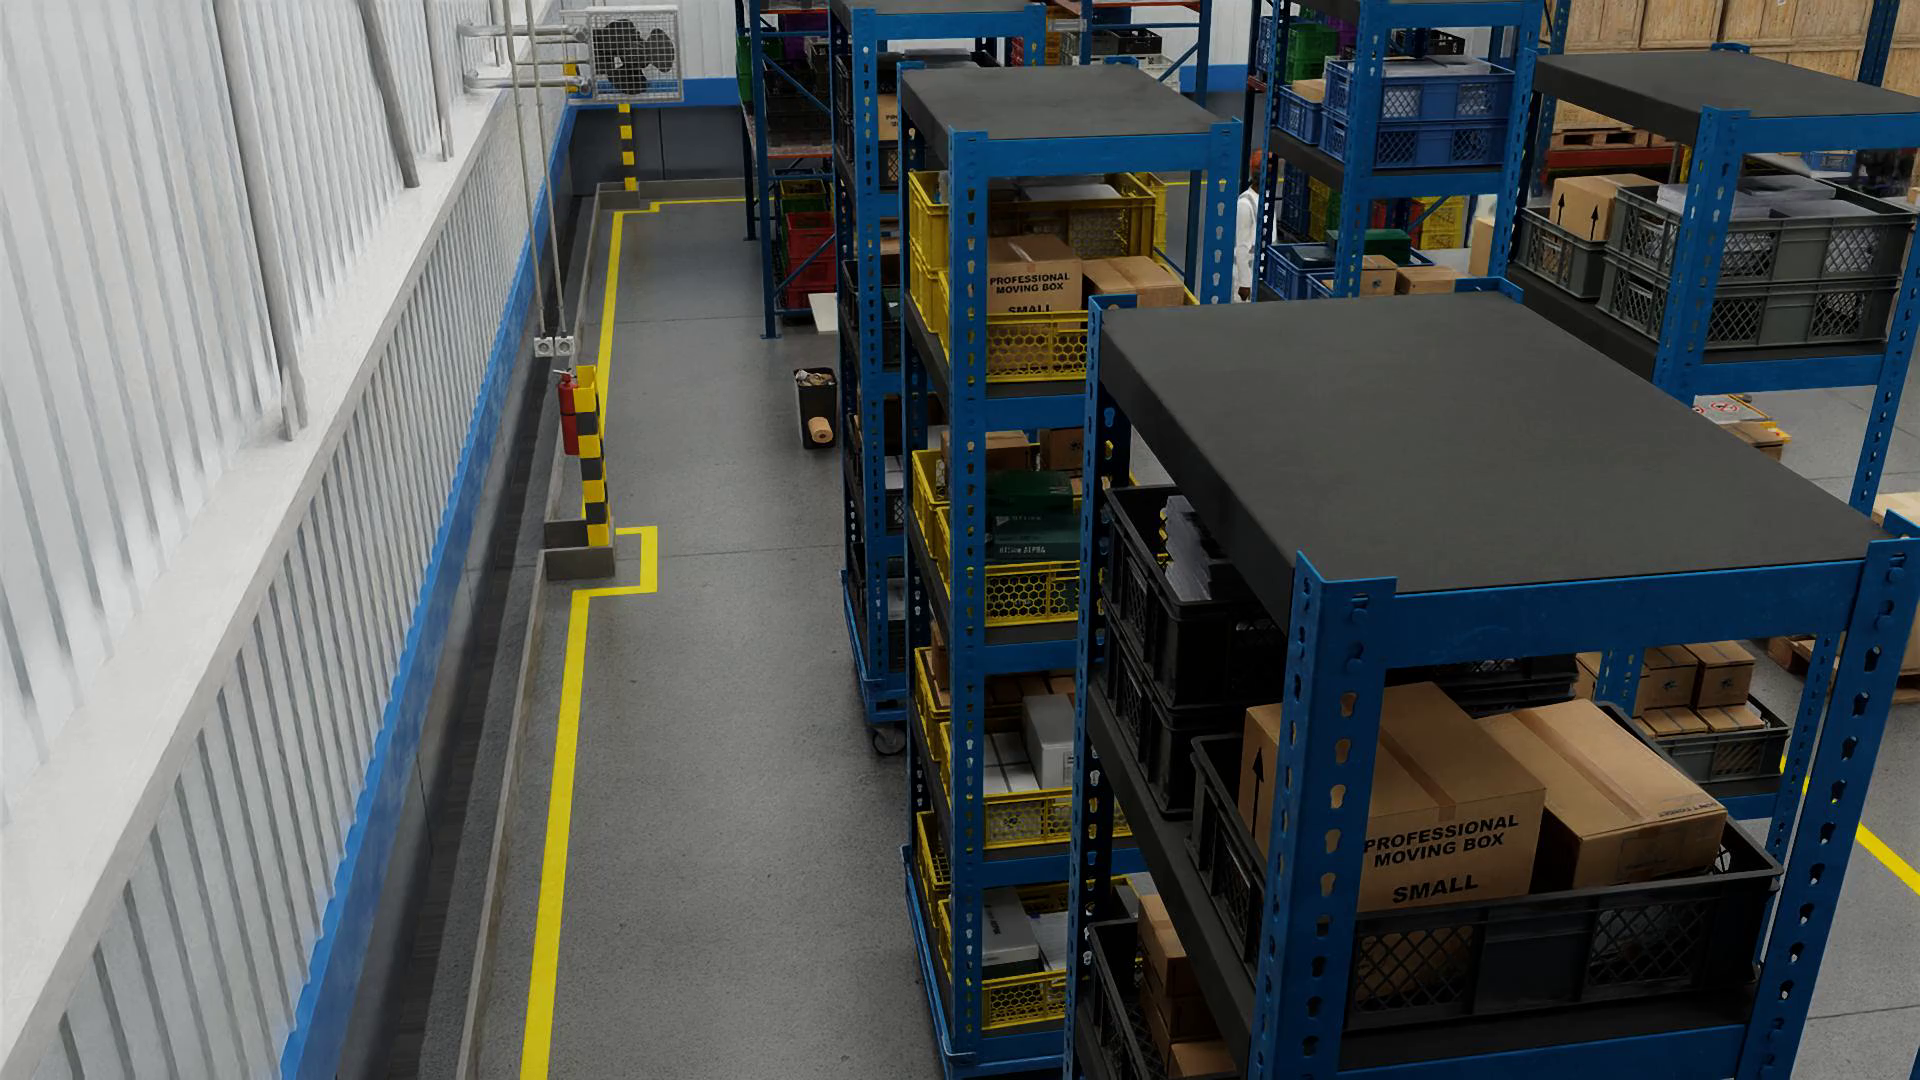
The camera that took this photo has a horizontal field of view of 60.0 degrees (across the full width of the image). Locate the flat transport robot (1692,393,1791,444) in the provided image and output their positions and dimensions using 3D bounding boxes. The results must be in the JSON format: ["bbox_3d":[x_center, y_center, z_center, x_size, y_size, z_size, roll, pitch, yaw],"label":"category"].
[{"bbox_3d":[5.224,-0.859,12.132,1.431,0.197,0.652,-4,25,-8],"label":"flat transport robot"}]

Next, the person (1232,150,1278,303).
[{"bbox_3d":[2.264,-2.049,12.824,0.356,1.882,0.574,12,27,24],"label":"person"}]

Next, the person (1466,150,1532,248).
[{"bbox_3d":[4.414,-2.409,13.797,0.565,1.723,0.445,-13,28,-26],"label":"person"}]

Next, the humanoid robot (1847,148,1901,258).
[{"bbox_3d":[8.549,-3.153,15.489,0.564,1.624,0.728,-9,26,-19],"label":"humanoid robot"}]
